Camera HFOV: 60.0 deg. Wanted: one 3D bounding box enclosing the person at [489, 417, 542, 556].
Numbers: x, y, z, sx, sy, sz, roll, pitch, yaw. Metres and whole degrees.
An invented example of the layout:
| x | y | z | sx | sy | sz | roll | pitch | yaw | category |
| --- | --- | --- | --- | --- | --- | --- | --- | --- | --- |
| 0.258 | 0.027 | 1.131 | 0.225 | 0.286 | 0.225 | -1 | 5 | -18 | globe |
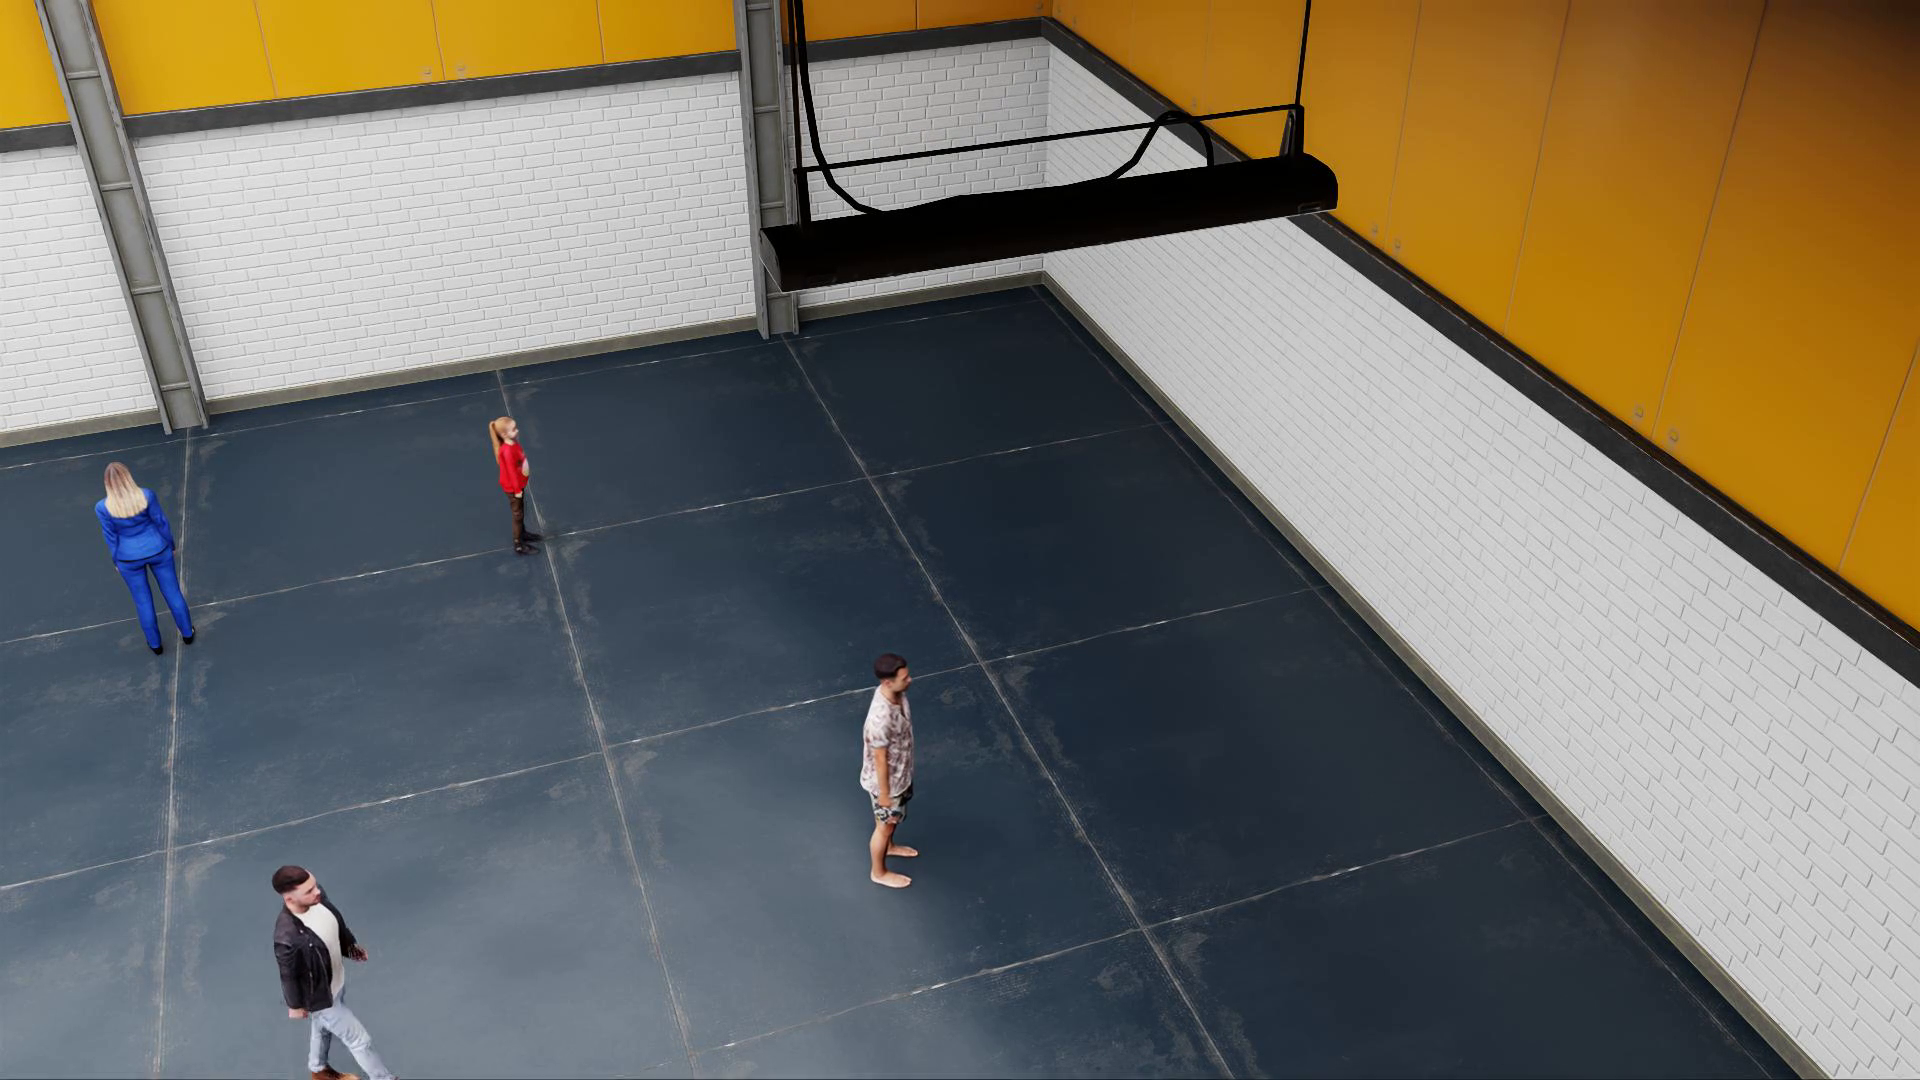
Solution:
| x | y | z | sx | sy | sz | roll | pitch | yaw | category |
| --- | --- | --- | --- | --- | --- | --- | --- | --- | --- |
| -3.812 | -0.486 | 14.247 | 0.520 | 1.281 | 0.525 | -6 | 34 | -9 | person |

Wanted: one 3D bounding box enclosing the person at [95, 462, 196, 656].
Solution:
| x | y | z | sx | sy | sz | roll | pitch | yaw | category |
| --- | --- | --- | --- | --- | --- | --- | --- | --- | --- |
| -6.345 | 0.131 | 12.940 | 0.556 | 1.701 | 0.718 | -19 | 38 | -26 | person |

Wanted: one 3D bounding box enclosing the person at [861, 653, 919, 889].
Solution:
| x | y | z | sx | sy | sz | roll | pitch | yaw | category |
| --- | --- | --- | --- | --- | --- | --- | --- | --- | --- |
| -0.475 | 1.478 | 10.812 | 0.750 | 1.812 | 0.741 | 7 | 34 | 11 | person |

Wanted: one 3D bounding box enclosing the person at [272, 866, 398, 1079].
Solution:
| x | y | z | sx | sy | sz | roll | pitch | yaw | category |
| --- | --- | --- | --- | --- | --- | --- | --- | --- | --- |
| -3.651 | 2.486 | 9.297 | 1.048 | 1.811 | 0.832 | -2 | 34 | -4 | person |
